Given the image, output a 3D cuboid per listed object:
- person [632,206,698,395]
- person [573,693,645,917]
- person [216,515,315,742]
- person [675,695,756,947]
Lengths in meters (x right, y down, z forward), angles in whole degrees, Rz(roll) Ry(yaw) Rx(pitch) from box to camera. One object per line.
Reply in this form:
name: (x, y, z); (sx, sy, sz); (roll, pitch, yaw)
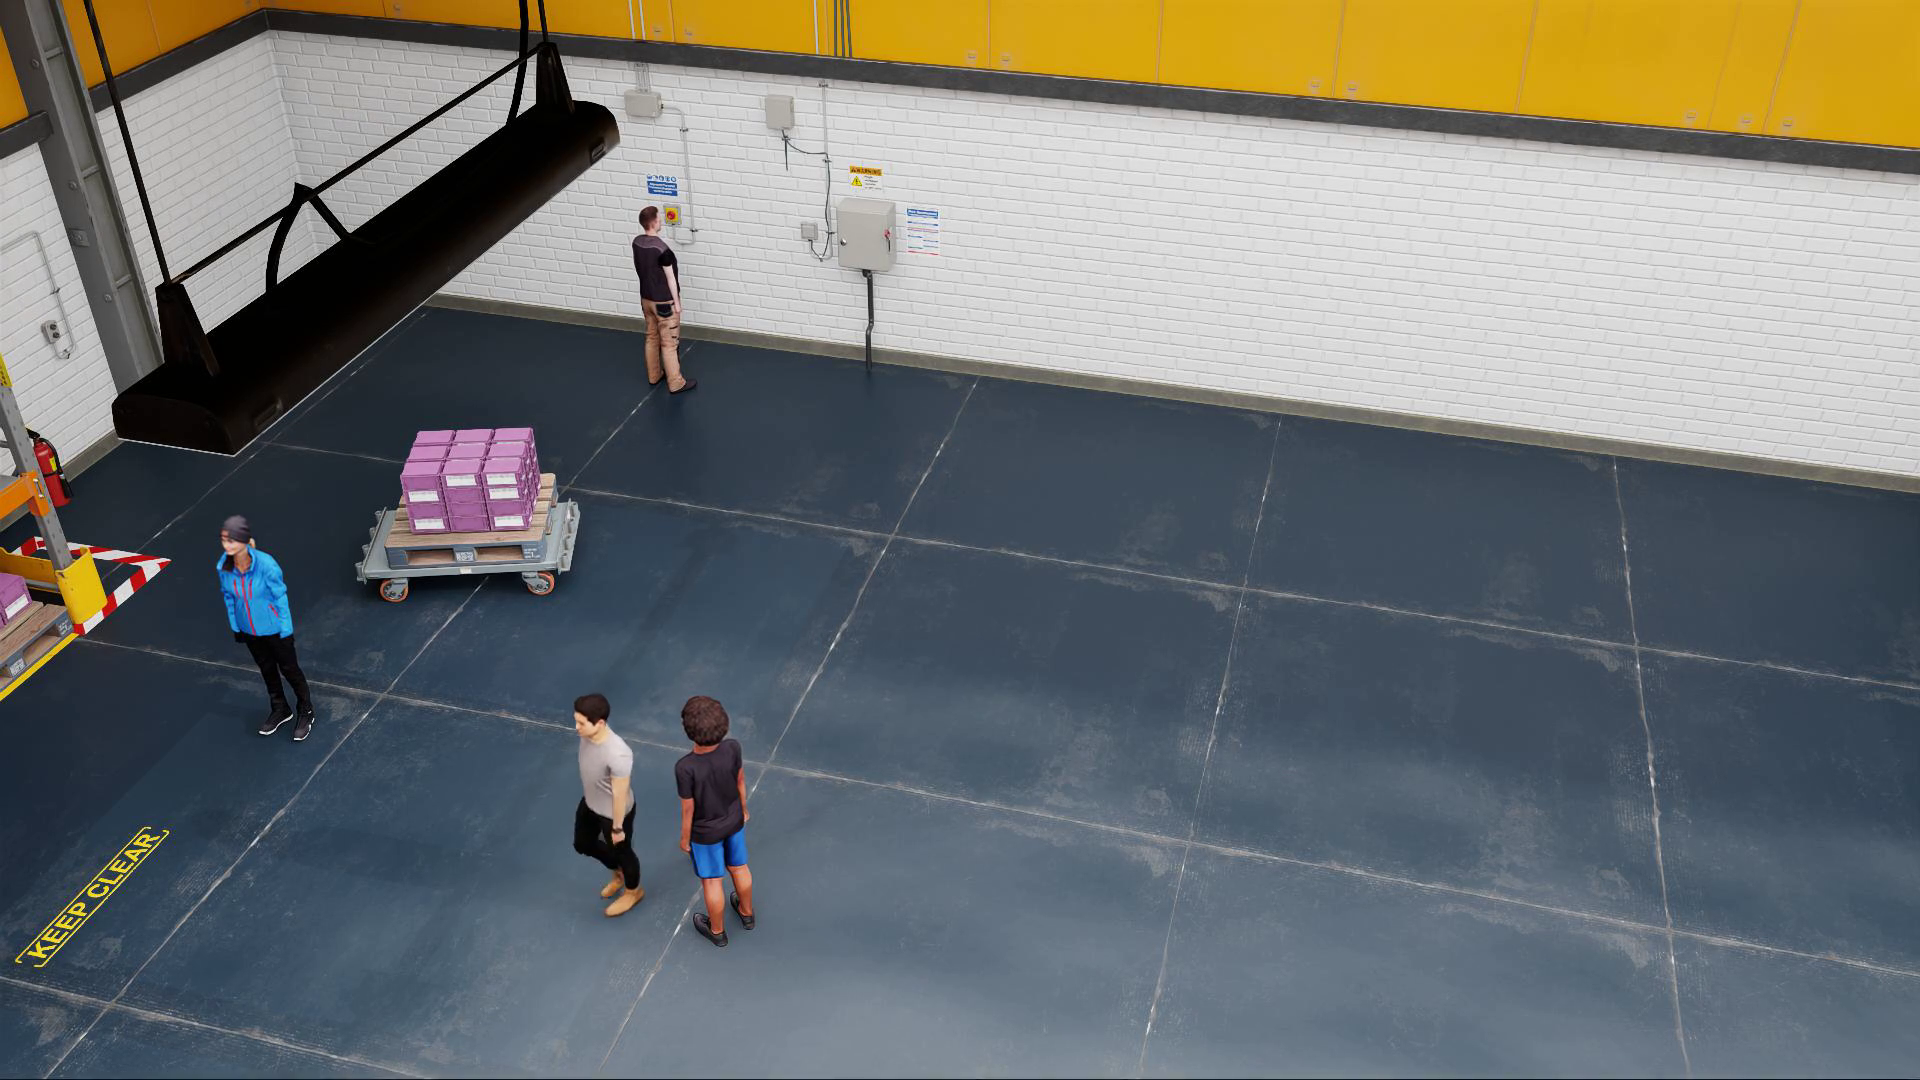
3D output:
person: (-2.855, -2.285, 15.728); (0.767, 1.842, 0.751); (26, 41, 33)
person: (-2.051, 1.563, 10.060); (0.771, 1.709, 0.738); (-25, 41, -33)
person: (-4.772, 0.601, 11.428); (0.617, 1.797, 0.512); (7, 34, 11)
person: (-1.446, 1.663, 9.829); (0.678, 1.797, 0.768); (-25, 41, -32)
